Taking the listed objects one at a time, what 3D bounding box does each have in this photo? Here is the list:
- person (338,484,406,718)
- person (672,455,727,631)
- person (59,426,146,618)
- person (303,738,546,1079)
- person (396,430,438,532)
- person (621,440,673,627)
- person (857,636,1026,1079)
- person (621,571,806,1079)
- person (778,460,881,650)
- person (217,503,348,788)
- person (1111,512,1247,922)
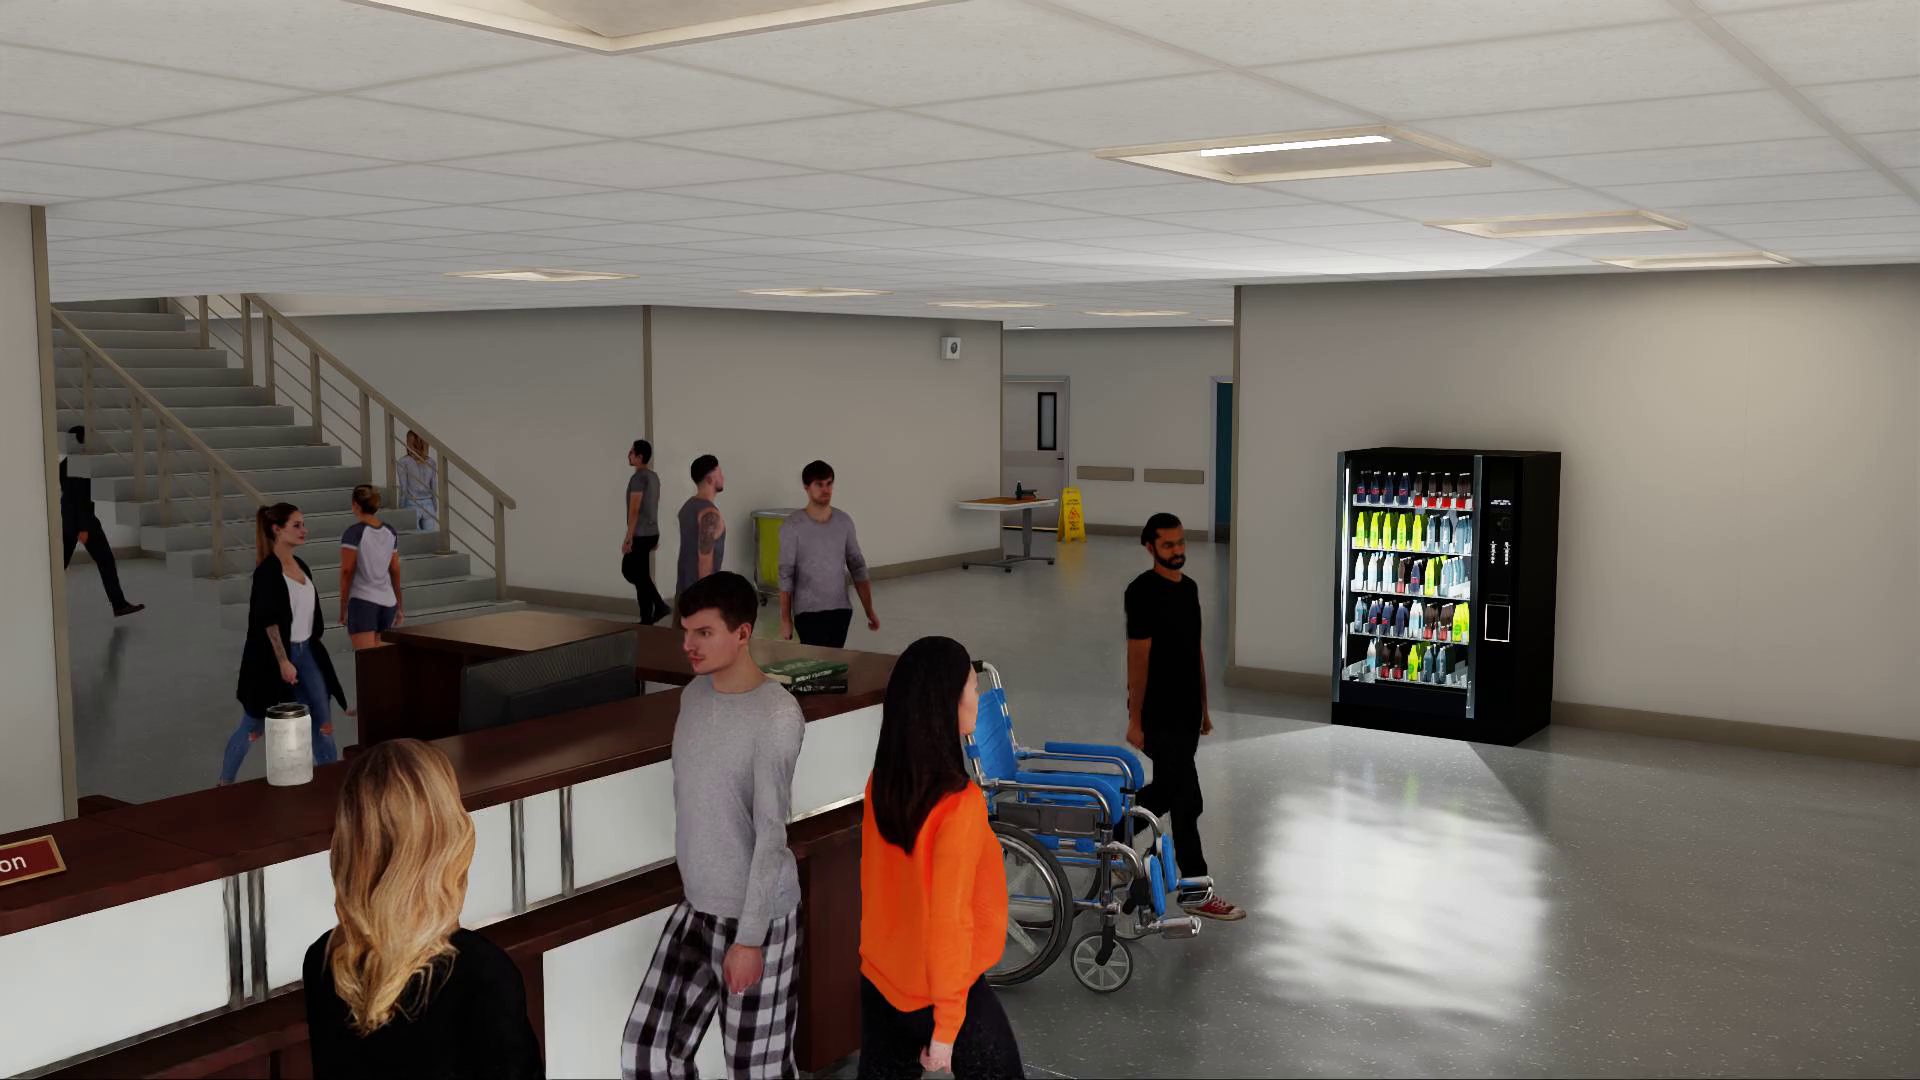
[{"bbox_3d":[-3.828,0.457,10.938,0.986,1.596,0.615,3,7,30],"label":"person"},{"bbox_3d":[-1.870,0.359,11.444,0.990,1.789,1.209,-4,7,-35],"label":"person"},{"bbox_3d":[-8.258,-0.100,15.402,1.189,1.811,0.739,4,7,33],"label":"person"},{"bbox_3d":[-0.852,1.216,2.473,0.652,1.779,0.734,3,7,31],"label":"person"},{"bbox_3d":[-5.603,-0.273,17.194,0.539,1.796,0.616,5,8,43],"label":"person"},{"bbox_3d":[-2.791,-0.024,14.987,0.840,1.743,0.781,0,6,0],"label":"person"},{"bbox_3d":[-0.156,1.107,3.913,0.963,1.709,1.097,-4,7,-32],"label":"person"},{"bbox_3d":[-0.534,0.987,4.533,0.775,1.823,0.803,-6,8,-45],"label":"person"},{"bbox_3d":[-0.878,0.457,9.939,0.897,1.796,1.222,-5,8,-40],"label":"person"},{"bbox_3d":[-3.633,0.660,8.691,1.174,1.641,0.859,2,6,15],"label":"person"},{"bbox_3d":[0.839,0.759,7.291,1.085,1.725,0.648,4,7,33],"label":"person"}]
